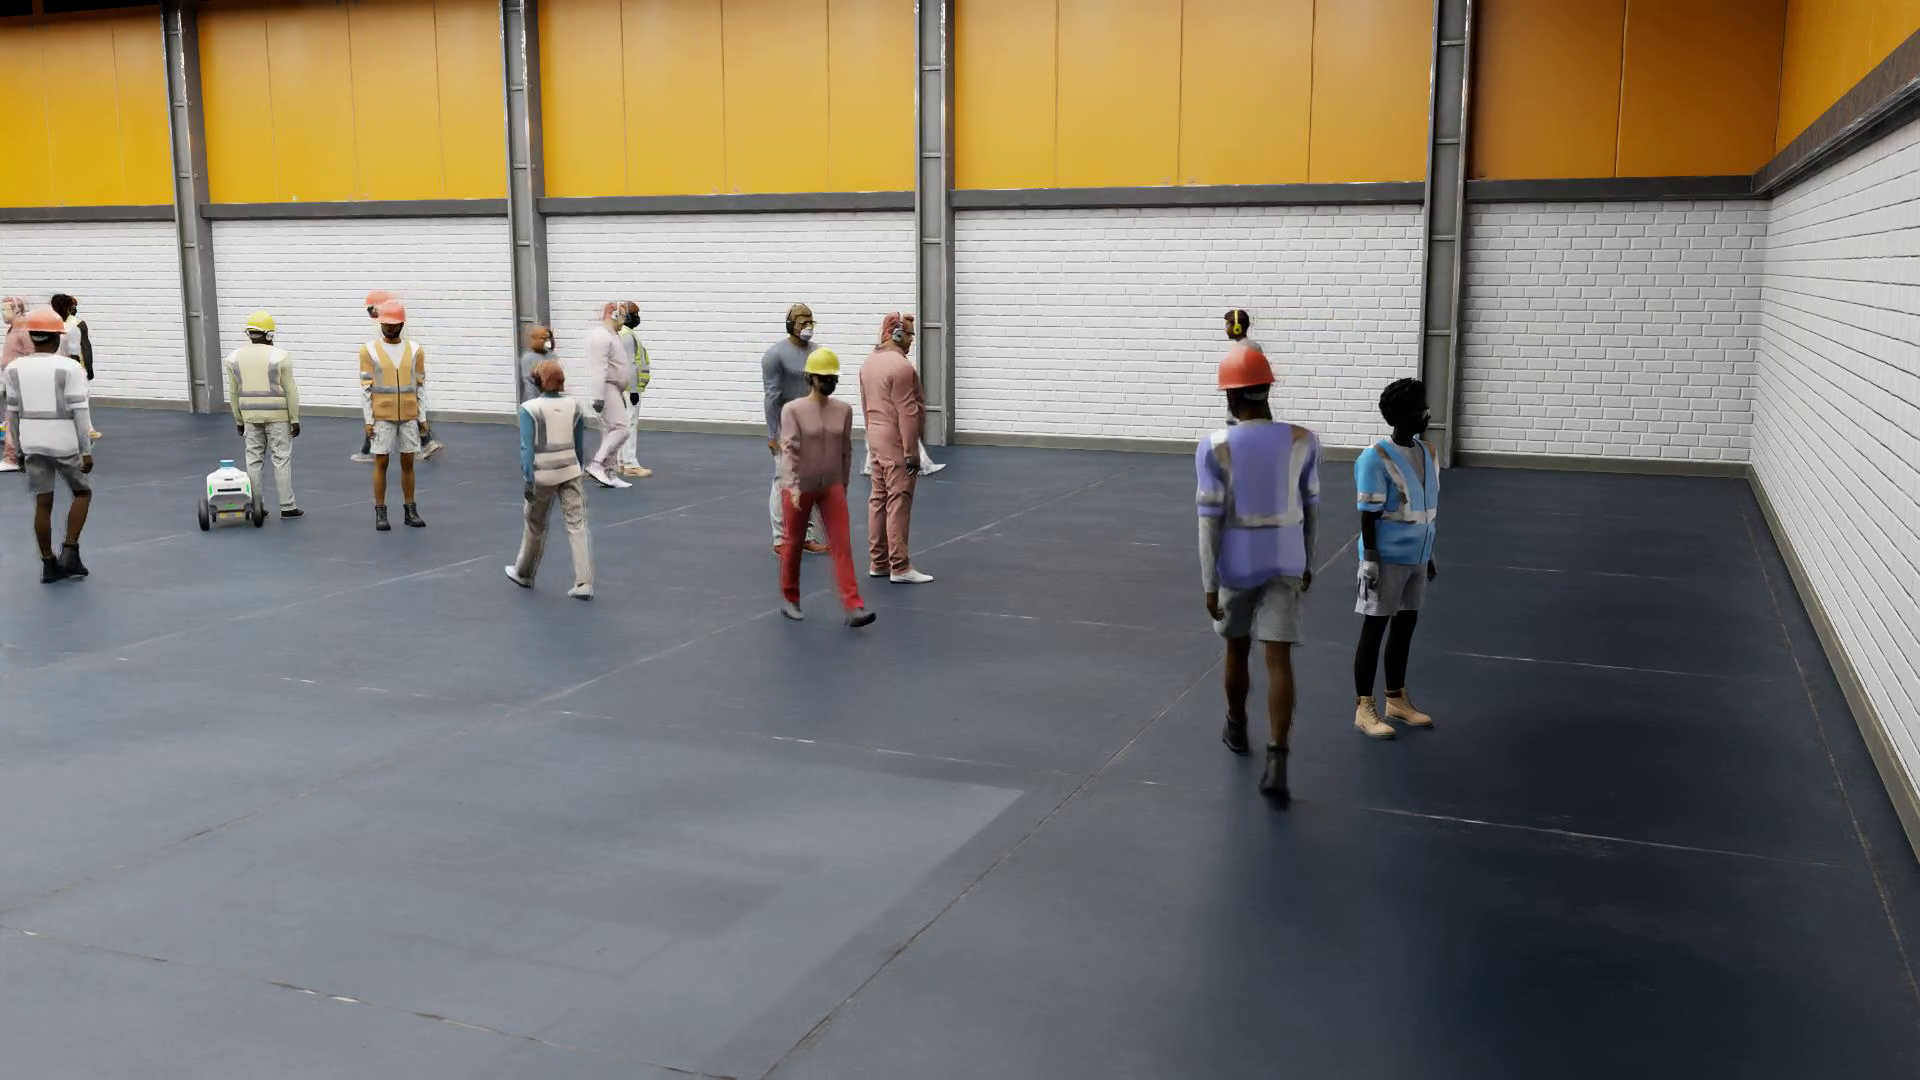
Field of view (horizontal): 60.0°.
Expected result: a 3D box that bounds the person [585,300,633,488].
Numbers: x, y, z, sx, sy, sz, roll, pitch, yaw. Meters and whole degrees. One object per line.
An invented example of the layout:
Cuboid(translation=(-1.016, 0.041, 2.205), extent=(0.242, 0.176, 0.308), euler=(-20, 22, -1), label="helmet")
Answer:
Cuboid(translation=(-3.465, -1.442, 16.576), extent=(0.422, 1.874, 0.702), euler=(-1, 9, -4), label="person")

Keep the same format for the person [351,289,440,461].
Cuboid(translation=(-6.425, -1.855, 18.842), extent=(0.966, 1.964, 0.626), euler=(2, 9, 9), label="person")

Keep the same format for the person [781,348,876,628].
Cuboid(translation=(-0.850, -0.308, 10.193), extent=(0.539, 1.716, 0.933), euler=(-6, 11, -31), label="person")

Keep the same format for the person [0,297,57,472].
Cuboid(translation=(-10.224, -1.667, 17.935), extent=(0.853, 1.871, 0.666), euler=(-7, 12, -38), label="person")

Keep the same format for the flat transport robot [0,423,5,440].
Cuboid(translation=(-11.972, -1.365, 20.965), extent=(1.431, 0.197, 0.652), euler=(-4, 10, -25), label="flat transport robot")

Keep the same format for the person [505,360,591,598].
Cuboid(translation=(-2.761, -0.416, 11.207), extent=(0.544, 1.586, 0.868), euler=(-9, 13, -44), label="person")

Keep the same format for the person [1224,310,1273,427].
Cuboid(translation=(2.751, -1.248, 15.634), extent=(0.987, 1.819, 0.579), euler=(6, 11, 34), label="person")

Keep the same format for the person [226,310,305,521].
Cuboid(translation=(-6.033, -1.075, 14.485), extent=(0.590, 1.833, 0.404), euler=(0, 9, 2), label="person")

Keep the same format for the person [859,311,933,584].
Cuboid(translation=(-0.442, -0.647, 11.694), extent=(0.407, 1.902, 0.639), euler=(-5, 11, -29), label="person")

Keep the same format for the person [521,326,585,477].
Cuboid(translation=(-4.218, -1.378, 17.028), extent=(0.819, 1.594, 0.503), euler=(7, 12, 37), label="person")

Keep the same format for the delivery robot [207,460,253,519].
Cuboid(translation=(-6.249, -0.440, 14.215), extent=(0.477, 0.478, 0.707), euler=(-4, 10, -24), label="delivery robot")

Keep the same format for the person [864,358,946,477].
Cuboid(translation=(-0.605, -1.440, 17.450), extent=(0.893, 1.583, 0.514), euler=(0, 9, -1), label="person")

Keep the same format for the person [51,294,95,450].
Cuboid(translation=(-10.464, -1.885, 19.217), extent=(0.733, 1.896, 1.028), euler=(0, 9, 2), label="person")

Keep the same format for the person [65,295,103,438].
Cuboid(translation=(-11.383, -2.210, 21.339), extent=(0.627, 1.844, 0.429), euler=(2, 10, 12), label="person")

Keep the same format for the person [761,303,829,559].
Cuboid(translation=(-1.225, -0.826, 12.653), extent=(0.366, 1.938, 0.630), euler=(8, 13, 42), label="person")

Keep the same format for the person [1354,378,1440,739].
Cuboid(translation=(2.075, 0.082, 7.881), extent=(0.540, 1.698, 0.316), euler=(-8, 12, -39), label="person")

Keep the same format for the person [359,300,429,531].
Cuboid(translation=(-4.755, -1.050, 14.029), extent=(0.546, 1.934, 0.376), euler=(-6, 11, -33), label="person")

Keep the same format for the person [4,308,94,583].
Cuboid(translation=(-6.373, -0.664, 11.705), extent=(0.583, 1.922, 0.431), euler=(0, 9, -2), label="person")

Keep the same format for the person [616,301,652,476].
Cuboid(translation=(-3.494, -1.595, 17.608), extent=(0.430, 1.845, 0.619), euler=(-4, 10, -22), label="person")

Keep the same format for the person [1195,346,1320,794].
Cuboid(translation=(1.283, 0.110, 7.179), extent=(0.553, 1.882, 1.045), euler=(1, 9, 4), label="person")
